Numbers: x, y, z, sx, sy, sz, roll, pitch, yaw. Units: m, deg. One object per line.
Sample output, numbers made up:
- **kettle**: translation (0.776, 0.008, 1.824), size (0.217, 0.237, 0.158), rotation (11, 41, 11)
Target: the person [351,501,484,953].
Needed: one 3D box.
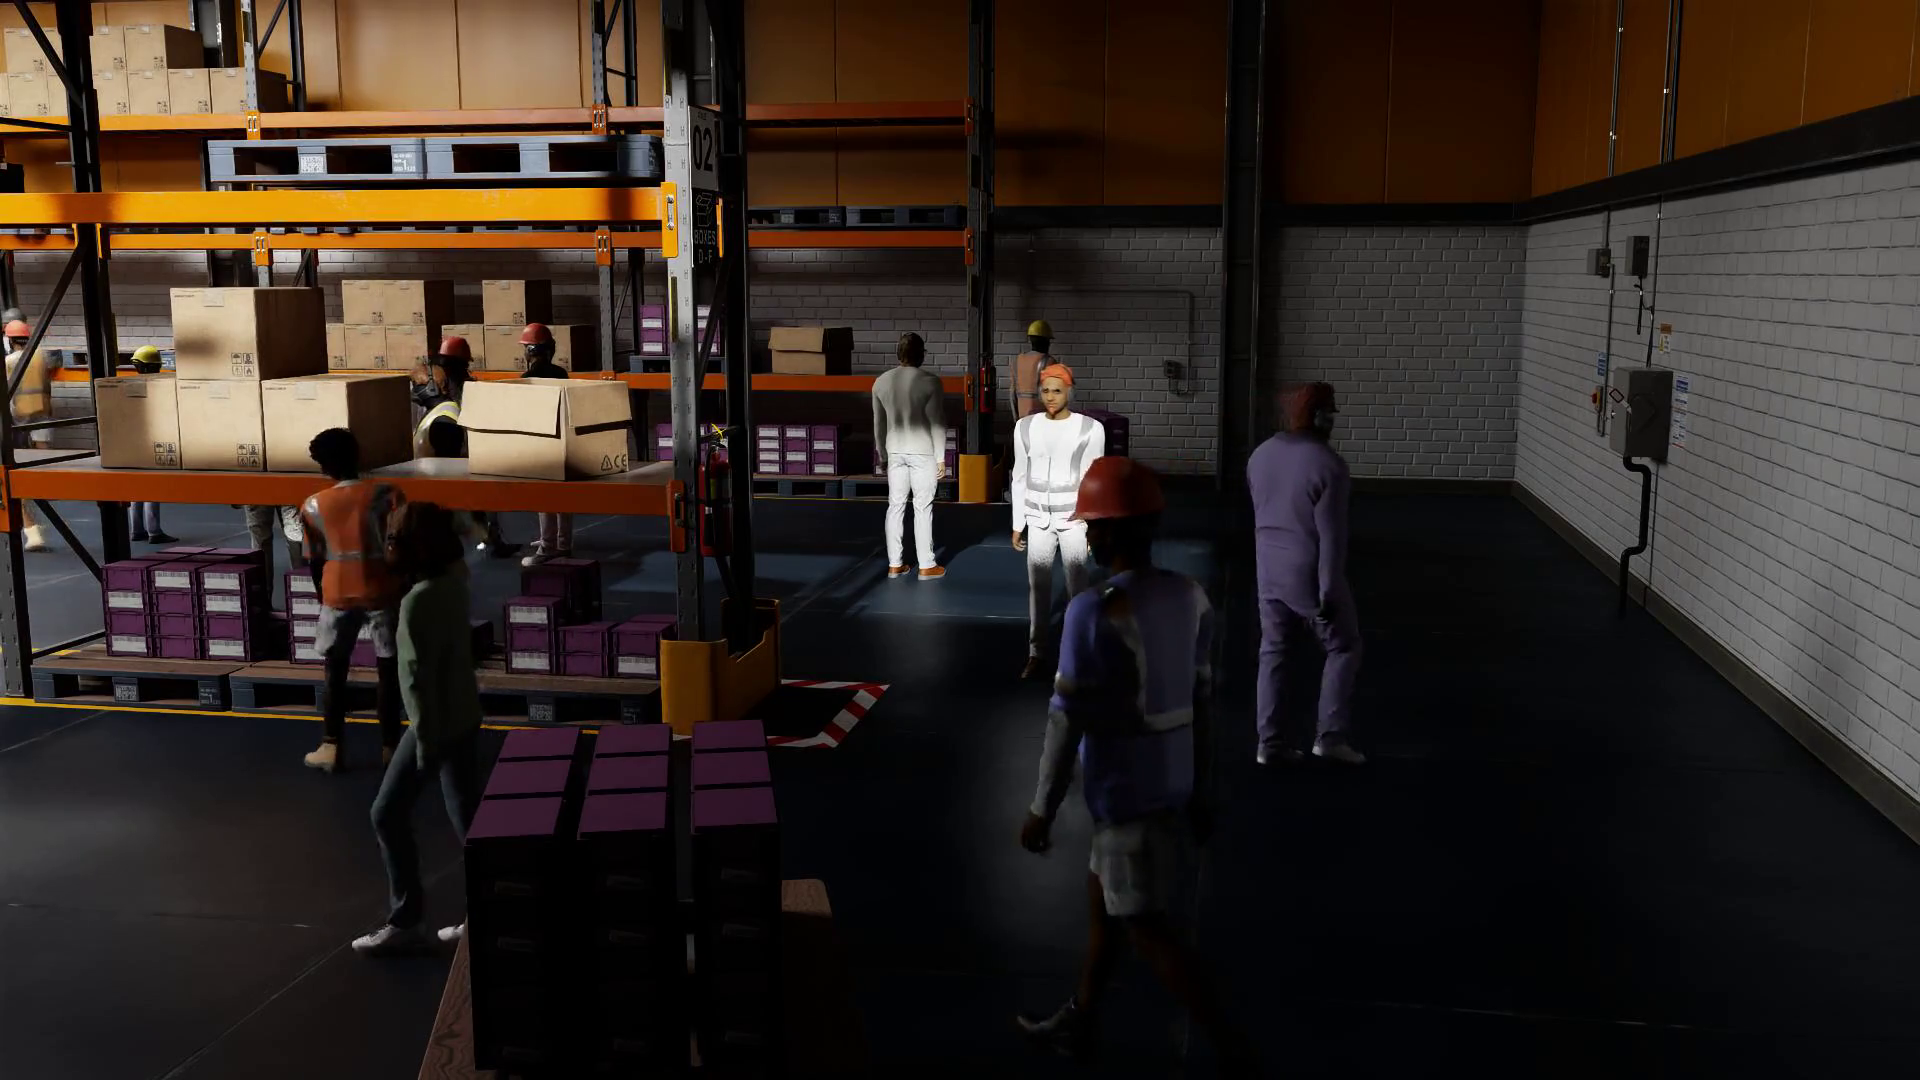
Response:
- **person**: translation (-1.926, 0.667, 5.866), size (0.624, 1.610, 0.519), rotation (1, 9, 4)

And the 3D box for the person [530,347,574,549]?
- **person**: translation (-3.553, -0.829, 14.376), size (0.309, 1.864, 0.535), rotation (-5, 10, -28)

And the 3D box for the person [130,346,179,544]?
- **person**: translation (-7.219, -0.848, 14.836), size (0.523, 1.759, 0.350), rotation (6, 11, 35)

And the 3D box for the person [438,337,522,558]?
- **person**: translation (-4.278, -0.747, 13.860), size (1.044, 1.875, 0.565), rotation (-1, 9, -9)

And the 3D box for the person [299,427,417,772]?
- **person**: translation (-2.868, 0.296, 8.013), size (0.619, 1.671, 0.316), rotation (1, 9, 4)

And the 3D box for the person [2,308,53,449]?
- **person**: translation (-10.365, -1.561, 18.369), size (0.688, 2.000, 0.536), rotation (-1, 9, -7)

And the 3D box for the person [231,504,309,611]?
- **person**: translation (-4.919, -0.412, 11.883), size (0.600, 1.830, 0.404), rotation (-7, 12, -37)

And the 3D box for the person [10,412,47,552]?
- **person**: translation (-8.331, -0.847, 14.196), size (1.039, 1.972, 0.666), rotation (0, 9, -1)

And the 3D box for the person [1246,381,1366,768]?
- **person**: translation (1.710, 0.176, 8.066), size (0.621, 1.891, 0.653), rotation (-7, 11, -37)

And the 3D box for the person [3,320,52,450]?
- **person**: translation (-9.969, -1.367, 17.637), size (0.930, 1.894, 0.556), rotation (6, 11, 31)

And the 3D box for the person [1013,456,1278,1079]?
- **person**: translation (0.550, 0.711, 4.756), size (0.962, 1.903, 0.555), rotation (8, 12, 42)

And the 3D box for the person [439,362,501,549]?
- **person**: translation (-4.330, -0.734, 14.264), size (0.508, 1.698, 0.873), rotation (6, 11, 34)

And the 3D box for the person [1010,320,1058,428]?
- **person**: translation (0.777, -1.253, 16.818), size (0.591, 1.923, 0.381), rotation (8, 12, 42)

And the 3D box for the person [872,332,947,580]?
- **person**: translation (-0.381, -0.653, 13.051), size (0.630, 1.940, 0.373), rotation (4, 10, 26)

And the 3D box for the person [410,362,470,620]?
- **person**: translation (-3.348, -0.221, 10.702), size (0.429, 1.837, 0.628), rotation (-4, 10, -22)

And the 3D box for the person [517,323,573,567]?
- **person**: translation (-3.416, -0.776, 13.637), size (0.384, 1.996, 0.610), rotation (3, 10, 17)

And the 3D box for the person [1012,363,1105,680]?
- **person**: translation (0.574, -0.097, 9.792), size (0.577, 1.880, 0.351), rotation (4, 10, 23)
